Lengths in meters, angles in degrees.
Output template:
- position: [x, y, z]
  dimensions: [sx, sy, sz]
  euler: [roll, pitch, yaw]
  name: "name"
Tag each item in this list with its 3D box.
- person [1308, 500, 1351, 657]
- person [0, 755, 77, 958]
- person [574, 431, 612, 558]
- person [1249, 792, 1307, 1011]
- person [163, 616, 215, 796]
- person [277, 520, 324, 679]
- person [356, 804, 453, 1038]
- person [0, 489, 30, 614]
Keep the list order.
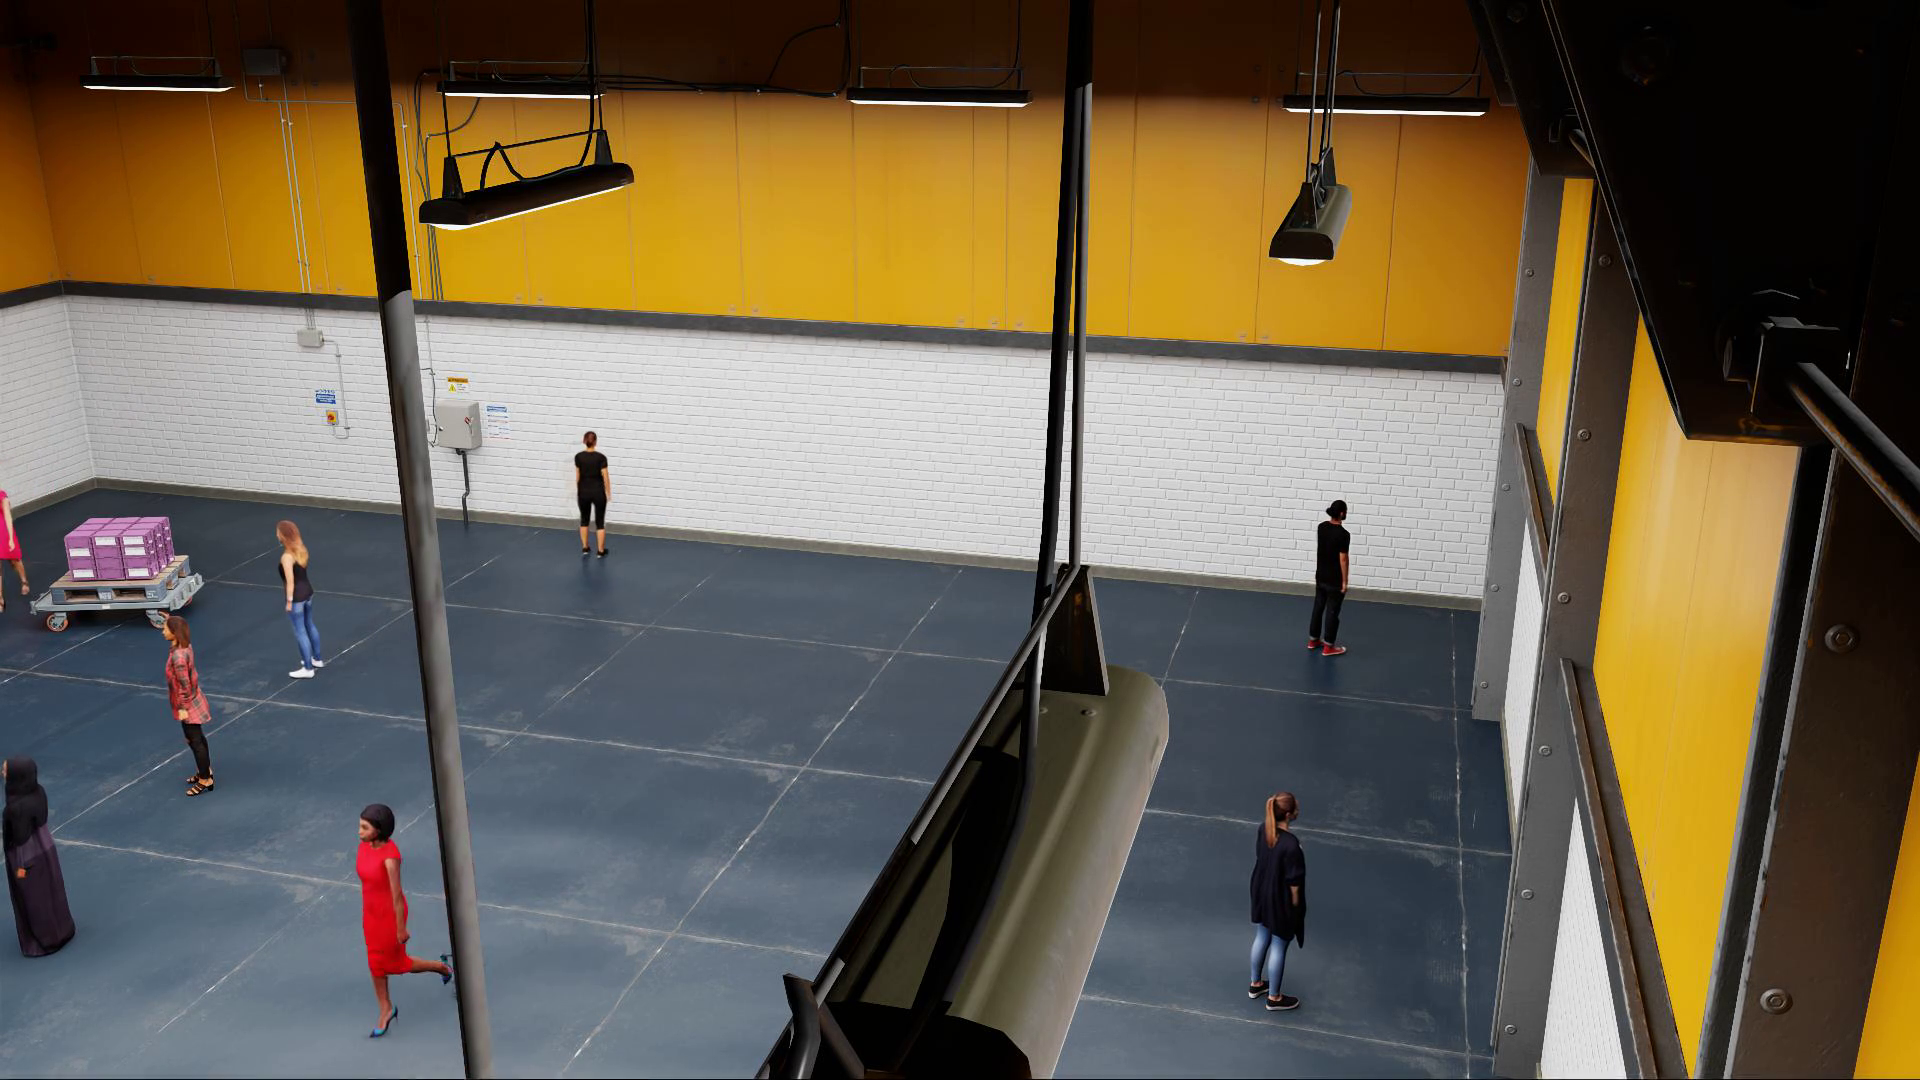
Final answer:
- position: [4.077, 0.403, 18.282]
  dimensions: [0.749, 1.756, 0.698]
  euler: [-11, 22, -30]
  name: "person"
- position: [-7.064, 2.372, 12.660]
  dimensions: [0.752, 1.612, 0.657]
  euler: [-3, 19, -10]
  name: "person"
- position: [-4.750, -0.588, 21.363]
  dimensions: [0.664, 1.666, 0.632]
  euler: [1, 19, 2]
  name: "person"
- position: [2.269, 2.573, 11.952]
  dimensions: [0.779, 1.683, 0.706]
  euler: [-9, 21, -25]
  name: "person"
- position: [-7.029, 1.488, 15.141]
  dimensions: [0.766, 1.703, 0.679]
  euler: [-7, 20, -21]
  name: "person"
- position: [-7.046, 0.611, 17.717]
  dimensions: [0.695, 1.722, 0.518]
  euler: [1, 19, 2]
  name: "person"
- position: [-3.964, 2.637, 11.692]
  dimensions: [0.799, 1.727, 1.007]
  euler: [14, 23, 36]
  name: "person"
- position: [-11.315, -0.033, 19.689]
  dimensions: [0.868, 1.684, 1.108]
  euler: [-3, 19, -8]
  name: "person"
